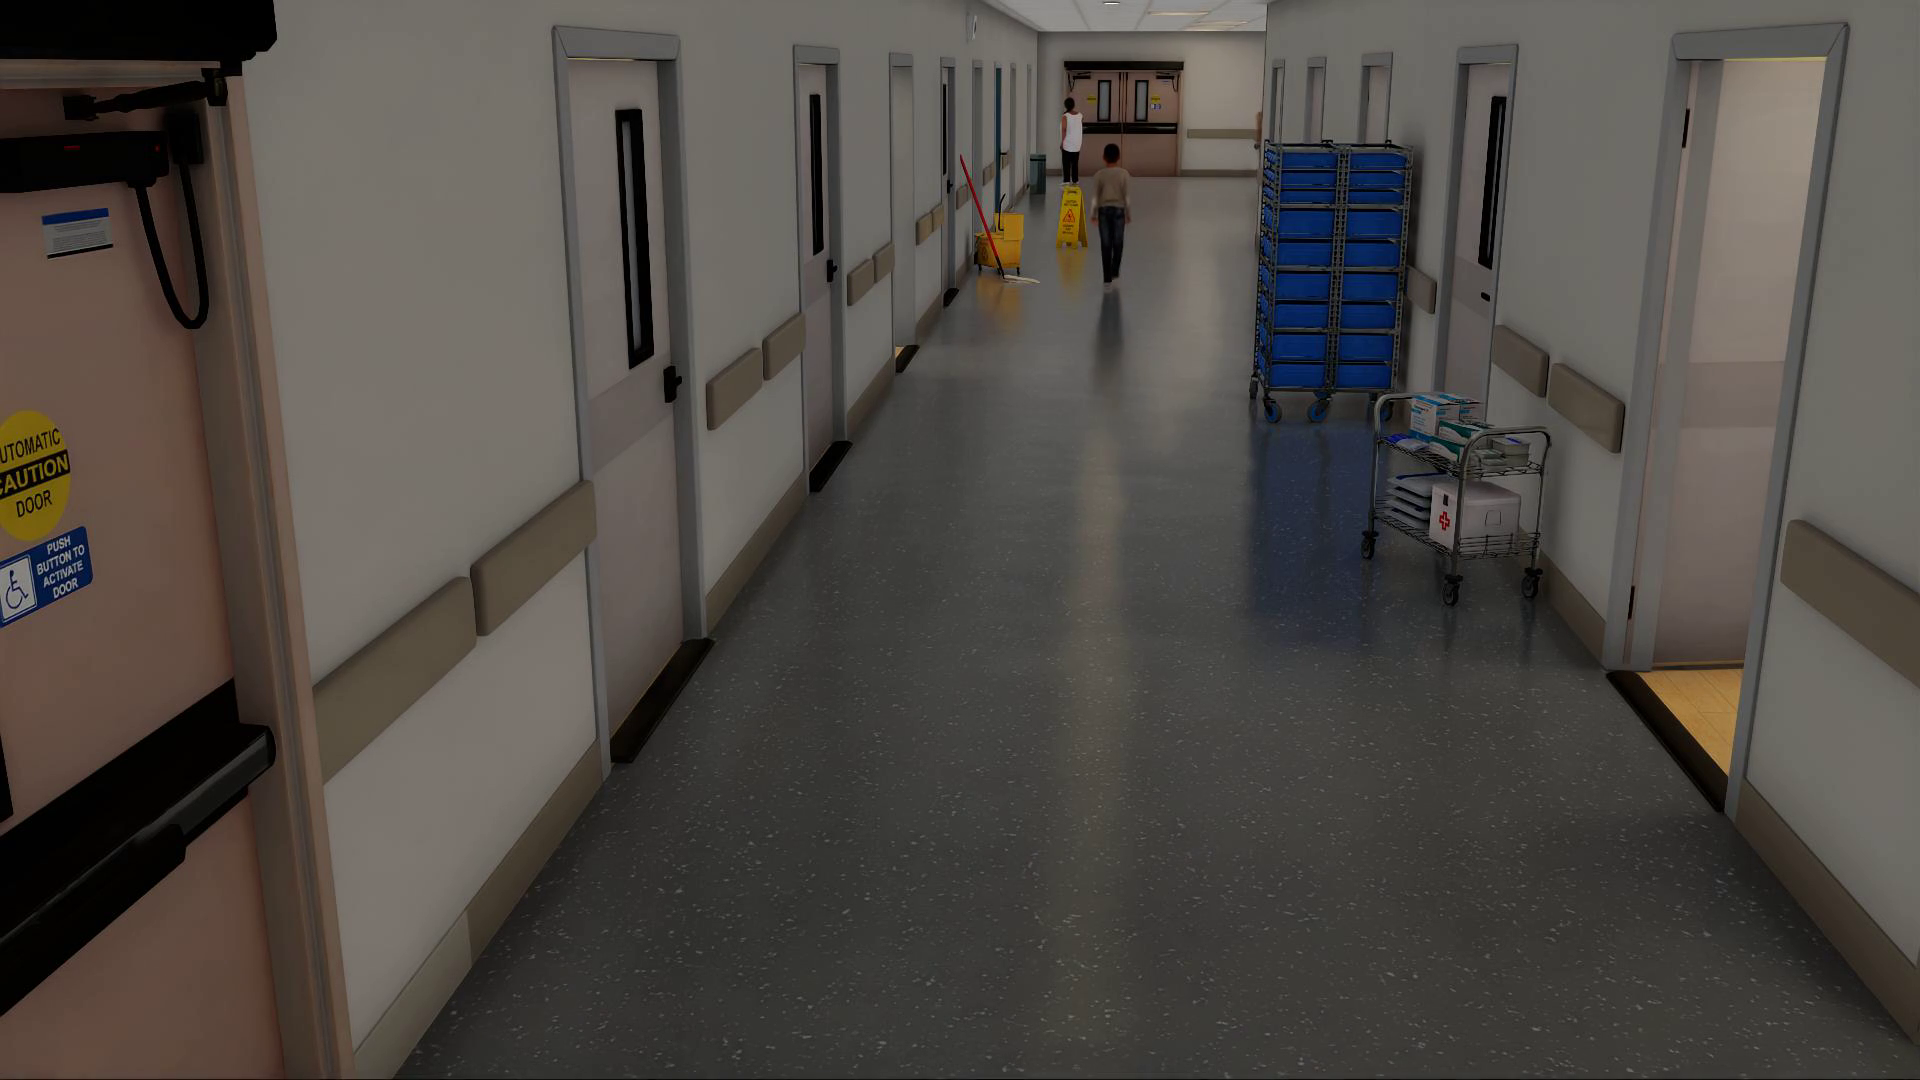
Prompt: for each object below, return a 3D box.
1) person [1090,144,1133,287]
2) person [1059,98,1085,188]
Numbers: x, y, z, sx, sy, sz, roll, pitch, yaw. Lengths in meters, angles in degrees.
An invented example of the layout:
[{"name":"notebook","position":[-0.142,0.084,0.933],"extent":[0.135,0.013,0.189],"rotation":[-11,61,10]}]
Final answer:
[{"name":"person","position":[1.572,-3.352,17.272],"extent":[0.618,1.439,0.936],"rotation":[0,16,1]},{"name":"person","position":[2.140,-7.732,32.344],"extent":[0.762,1.691,0.810],"rotation":[-11,19,-34]}]
